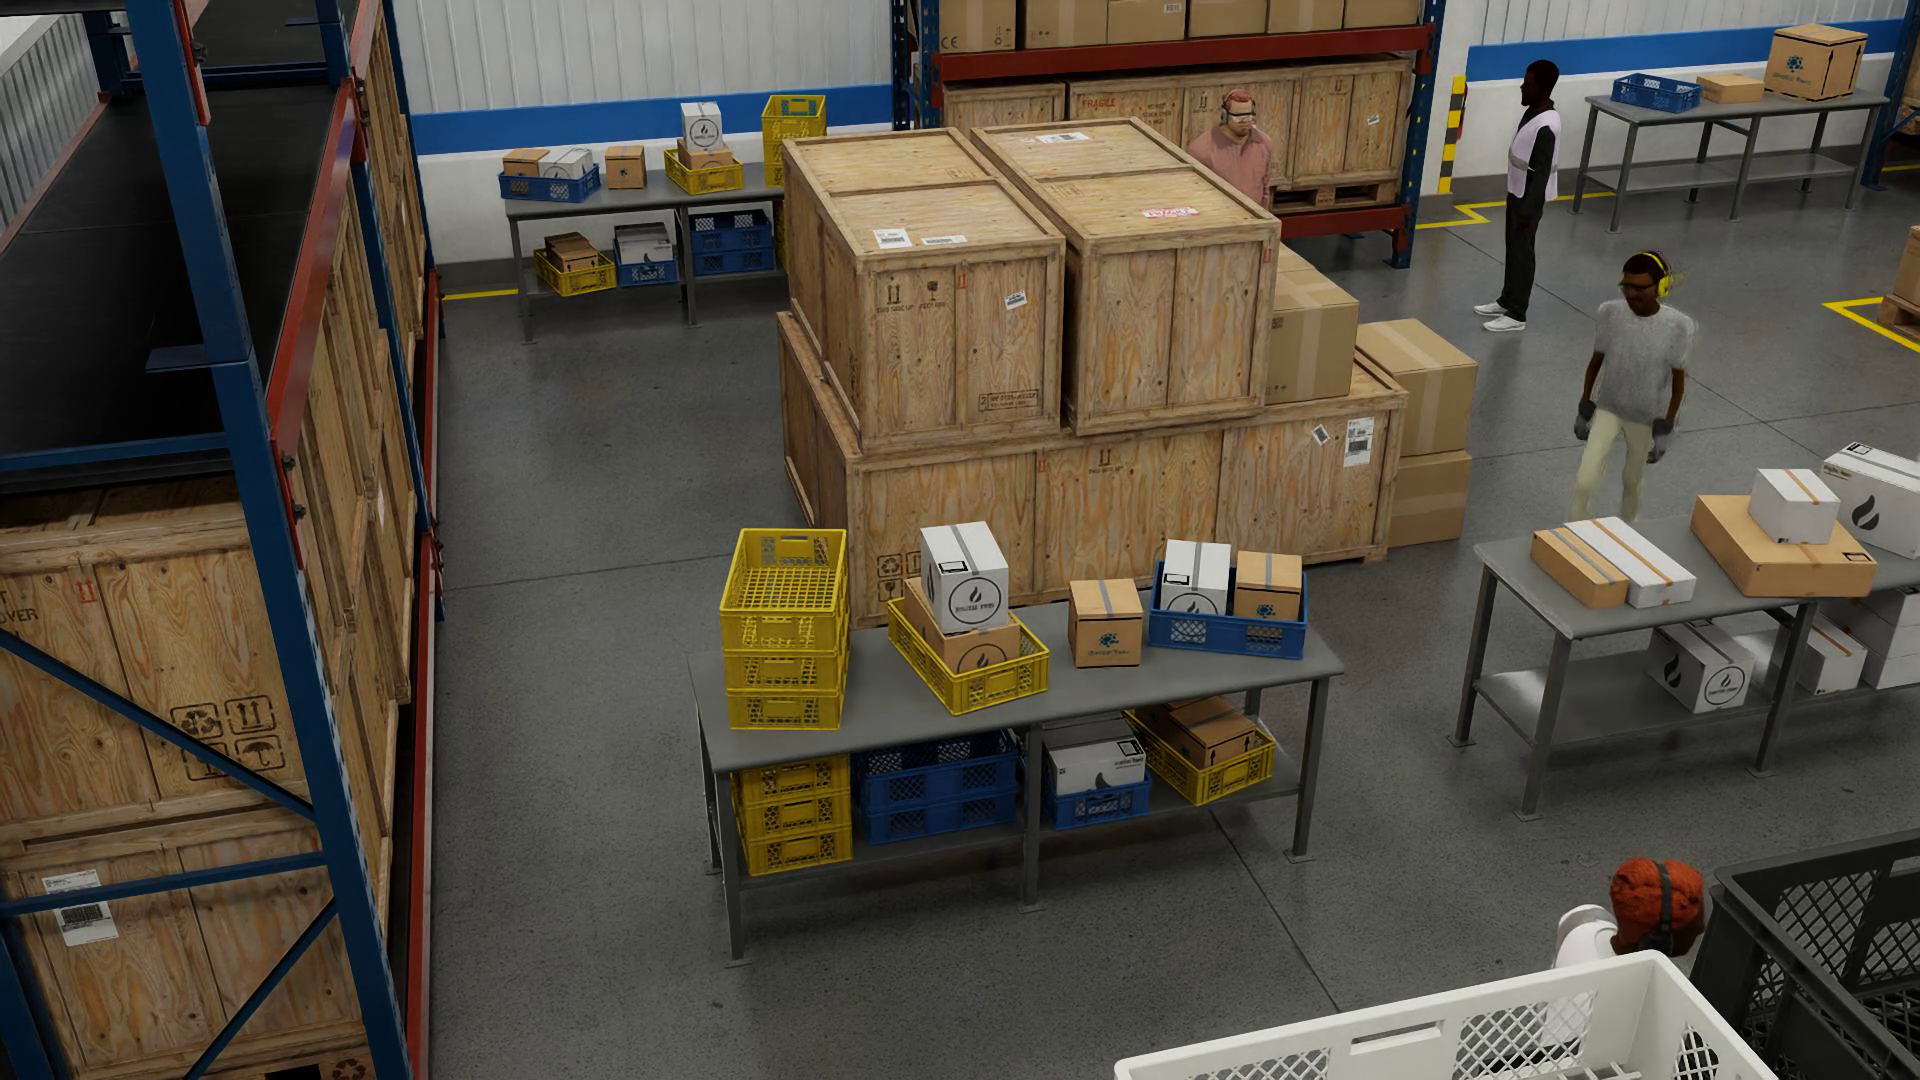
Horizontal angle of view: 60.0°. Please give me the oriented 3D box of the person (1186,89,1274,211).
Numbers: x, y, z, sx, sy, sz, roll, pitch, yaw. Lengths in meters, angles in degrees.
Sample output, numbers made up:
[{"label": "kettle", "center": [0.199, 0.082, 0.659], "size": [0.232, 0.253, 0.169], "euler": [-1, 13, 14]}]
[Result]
[{"label": "person", "center": [1.801, -2.066, 11.156], "size": [0.643, 1.908, 0.399], "euler": [-10, 31, -18]}]

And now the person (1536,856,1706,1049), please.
[{"label": "person", "center": [1.692, 1.620, 4.490], "size": [0.362, 1.882, 0.575], "euler": [0, 29, 1]}]

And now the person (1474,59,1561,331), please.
[{"label": "person", "center": [4.023, -2.439, 11.819], "size": [0.392, 1.920, 0.592], "euler": [3, 29, 5]}]

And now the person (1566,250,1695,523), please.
[{"label": "person", "center": [3.460, -0.633, 8.643], "size": [0.505, 1.826, 0.647], "euler": [17, 33, 28]}]
